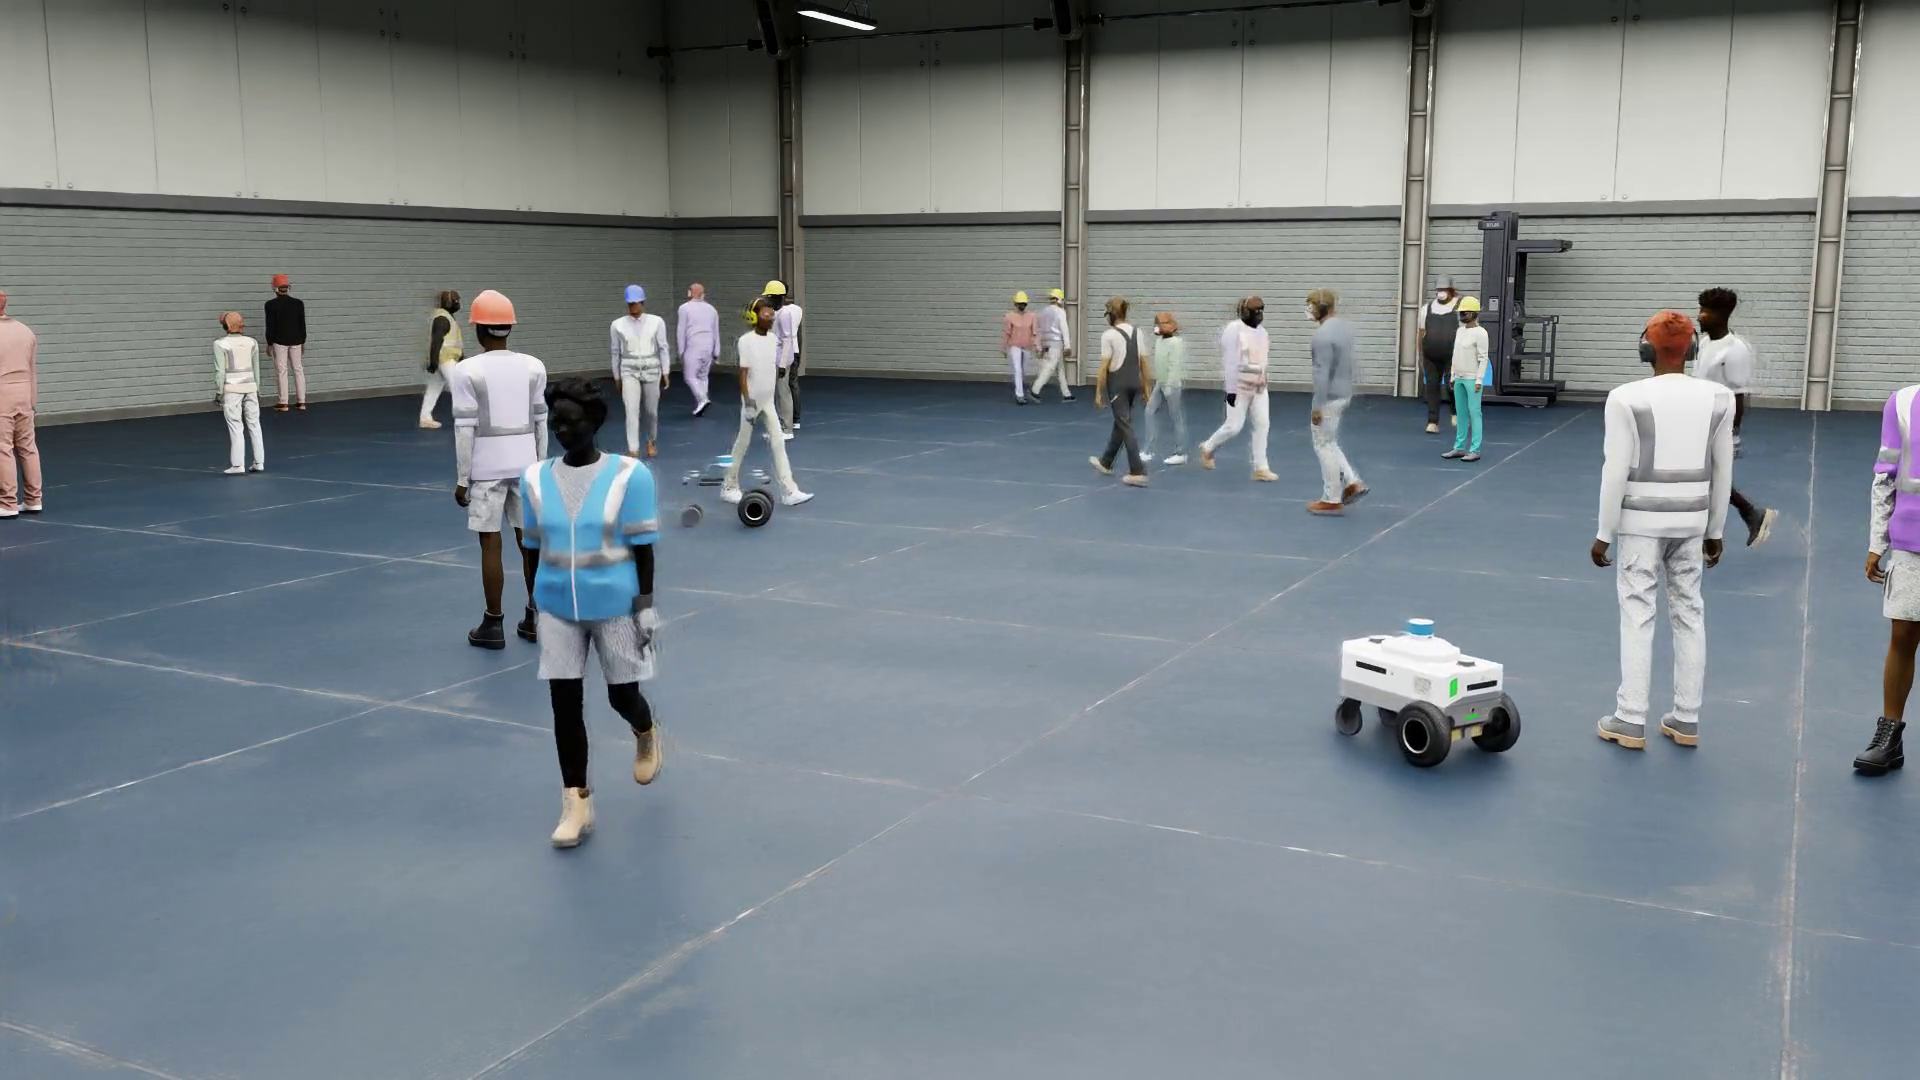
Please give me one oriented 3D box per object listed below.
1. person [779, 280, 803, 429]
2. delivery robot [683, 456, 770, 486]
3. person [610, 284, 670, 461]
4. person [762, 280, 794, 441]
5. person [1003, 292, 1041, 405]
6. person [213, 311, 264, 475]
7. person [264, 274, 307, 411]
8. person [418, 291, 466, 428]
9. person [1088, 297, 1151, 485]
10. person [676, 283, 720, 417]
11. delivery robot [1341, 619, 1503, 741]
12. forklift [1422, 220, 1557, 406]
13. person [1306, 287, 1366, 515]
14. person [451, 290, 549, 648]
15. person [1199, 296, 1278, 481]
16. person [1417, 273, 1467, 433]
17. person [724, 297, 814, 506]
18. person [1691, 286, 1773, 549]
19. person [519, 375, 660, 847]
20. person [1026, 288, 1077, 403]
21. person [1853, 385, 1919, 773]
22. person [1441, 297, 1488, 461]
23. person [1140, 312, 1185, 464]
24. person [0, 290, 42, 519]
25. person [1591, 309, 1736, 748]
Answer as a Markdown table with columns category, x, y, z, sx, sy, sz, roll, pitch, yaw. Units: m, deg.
| category | x | y | z | sx | sy | sz | roll | pitch | yaw |
| --- | --- | --- | --- | --- | --- | --- | --- | --- | --- |
| person | -2.277 | -2.384 | 21.493 | 0.587 | 1.920 | 0.390 | -9 | 13 | -44 |
| delivery robot | -1.903 | -0.572 | 13.559 | 0.698 | 0.223 | 0.335 | -1 | 9 | -4 |
| person | -3.459 | -1.810 | 18.010 | 0.610 | 1.912 | 0.957 | -2 | 9 | -12 |
| person | -2.200 | -2.167 | 20.126 | 0.371 | 1.929 | 0.584 | -3 | 10 | -19 |
| person | 0.928 | -2.960 | 25.660 | 0.525 | 1.720 | 0.915 | -3 | 10 | -19 |
| person | -7.283 | -1.481 | 16.784 | 0.313 | 1.639 | 0.517 | 5 | 11 | 29 |
| person | -9.920 | -2.906 | 24.476 | 0.375 | 1.997 | 0.609 | 8 | 12 | 40 |
| person | -6.633 | -2.341 | 21.653 | 0.977 | 1.781 | 0.665 | -2 | 9 | -11 |
| person | 1.528 | -1.452 | 16.161 | 0.539 | 1.782 | 0.969 | -7 | 12 | -38 |
| person | -3.629 | -2.661 | 23.368 | 0.687 | 1.879 | 0.656 | -8 | 12 | -42 |
| delivery robot | 1.990 | 0.586 | 7.213 | 0.477 | 0.478 | 0.707 | -5 | 11 | -30 |
| forklift | 8.245 | -3.527 | 25.720 | 1.873 | 2.768 | 1.129 | 5 | 10 | 27 |
| person | 3.127 | -1.166 | 14.007 | 0.458 | 1.910 | 0.675 | 5 | 10 | 28 |
| person | -2.521 | -0.389 | 9.124 | 0.545 | 1.942 | 0.350 | -8 | 12 | -41 |
| person | 2.762 | -1.499 | 16.367 | 0.614 | 1.810 | 0.784 | -7 | 11 | -37 |
| person | 6.113 | -2.353 | 21.061 | 0.707 | 2.000 | 0.594 | 6 | 11 | 33 |
| person | -1.739 | -1.201 | 14.528 | 0.992 | 1.812 | 0.538 | 7 | 12 | 38 |
| person | 5.434 | -0.830 | 11.834 | 0.733 | 1.944 | 0.622 | 1 | 9 | 5 |
| person | -1.332 | 0.227 | 6.107 | 0.531 | 1.682 | 0.611 | 1 | 9 | 7 |
| person | 1.416 | -3.026 | 25.926 | 0.875 | 1.780 | 0.650 | -5 | 10 | -27 |
| person | 3.917 | 0.015 | 6.639 | 0.553 | 1.935 | 0.362 | 9 | 13 | 44 |
| person | 5.495 | -1.747 | 18.034 | 0.316 | 1.769 | 0.523 | -3 | 10 | -20 |
| person | 2.098 | -1.601 | 17.602 | 0.715 | 1.603 | 0.522 | -4 | 10 | -21 |
| person | -7.991 | -1.140 | 13.862 | 0.399 | 1.909 | 0.642 | 2 | 9 | 14 |
| person | 3.028 | -0.046 | 7.184 | 0.583 | 1.882 | 0.337 | -1 | 9 | -5 |
